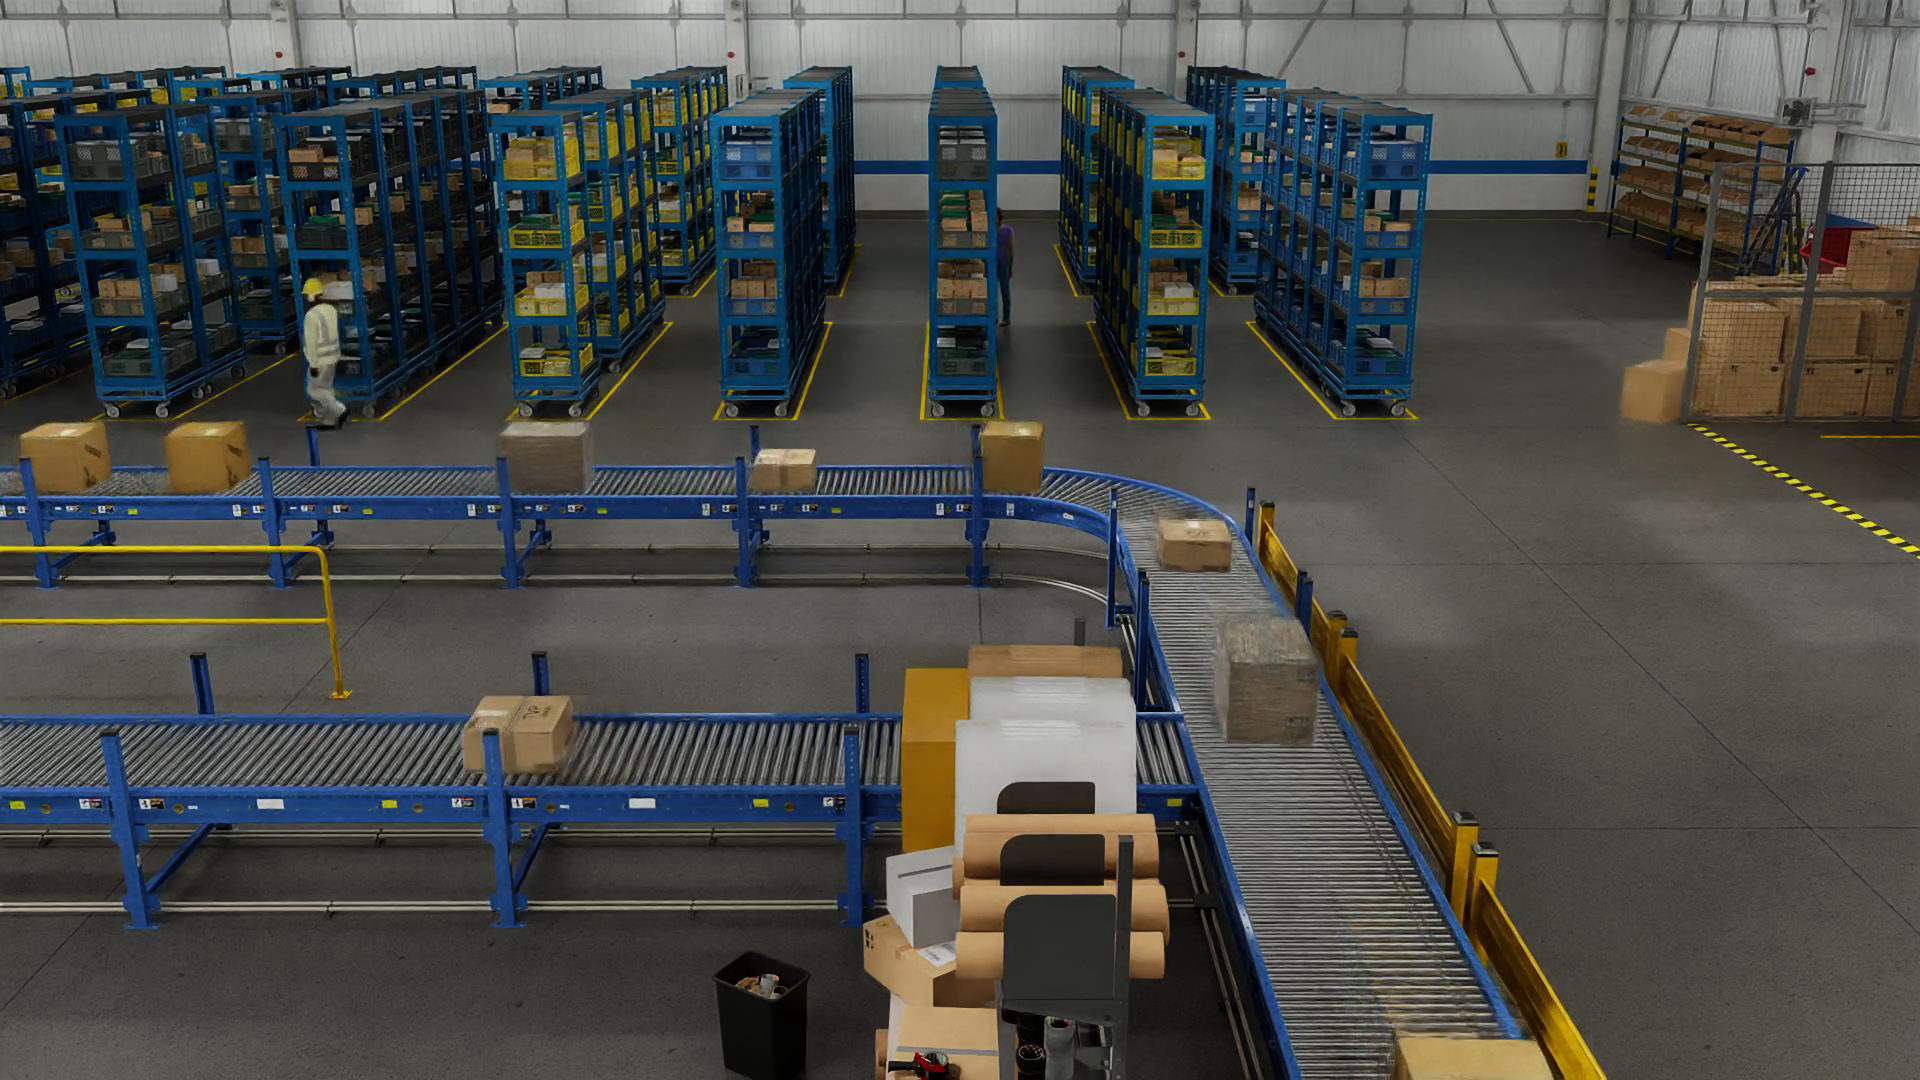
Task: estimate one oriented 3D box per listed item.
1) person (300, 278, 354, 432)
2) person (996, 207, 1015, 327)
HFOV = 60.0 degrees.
[{"bbox_3d":[-7.330,-2.112,19.202,0.470,1.812,0.609,2,18,6],"label":"person"},{"bbox_3d":[0.588,-4.239,25.736,0.573,1.831,0.398,11,21,31],"label":"person"}]
